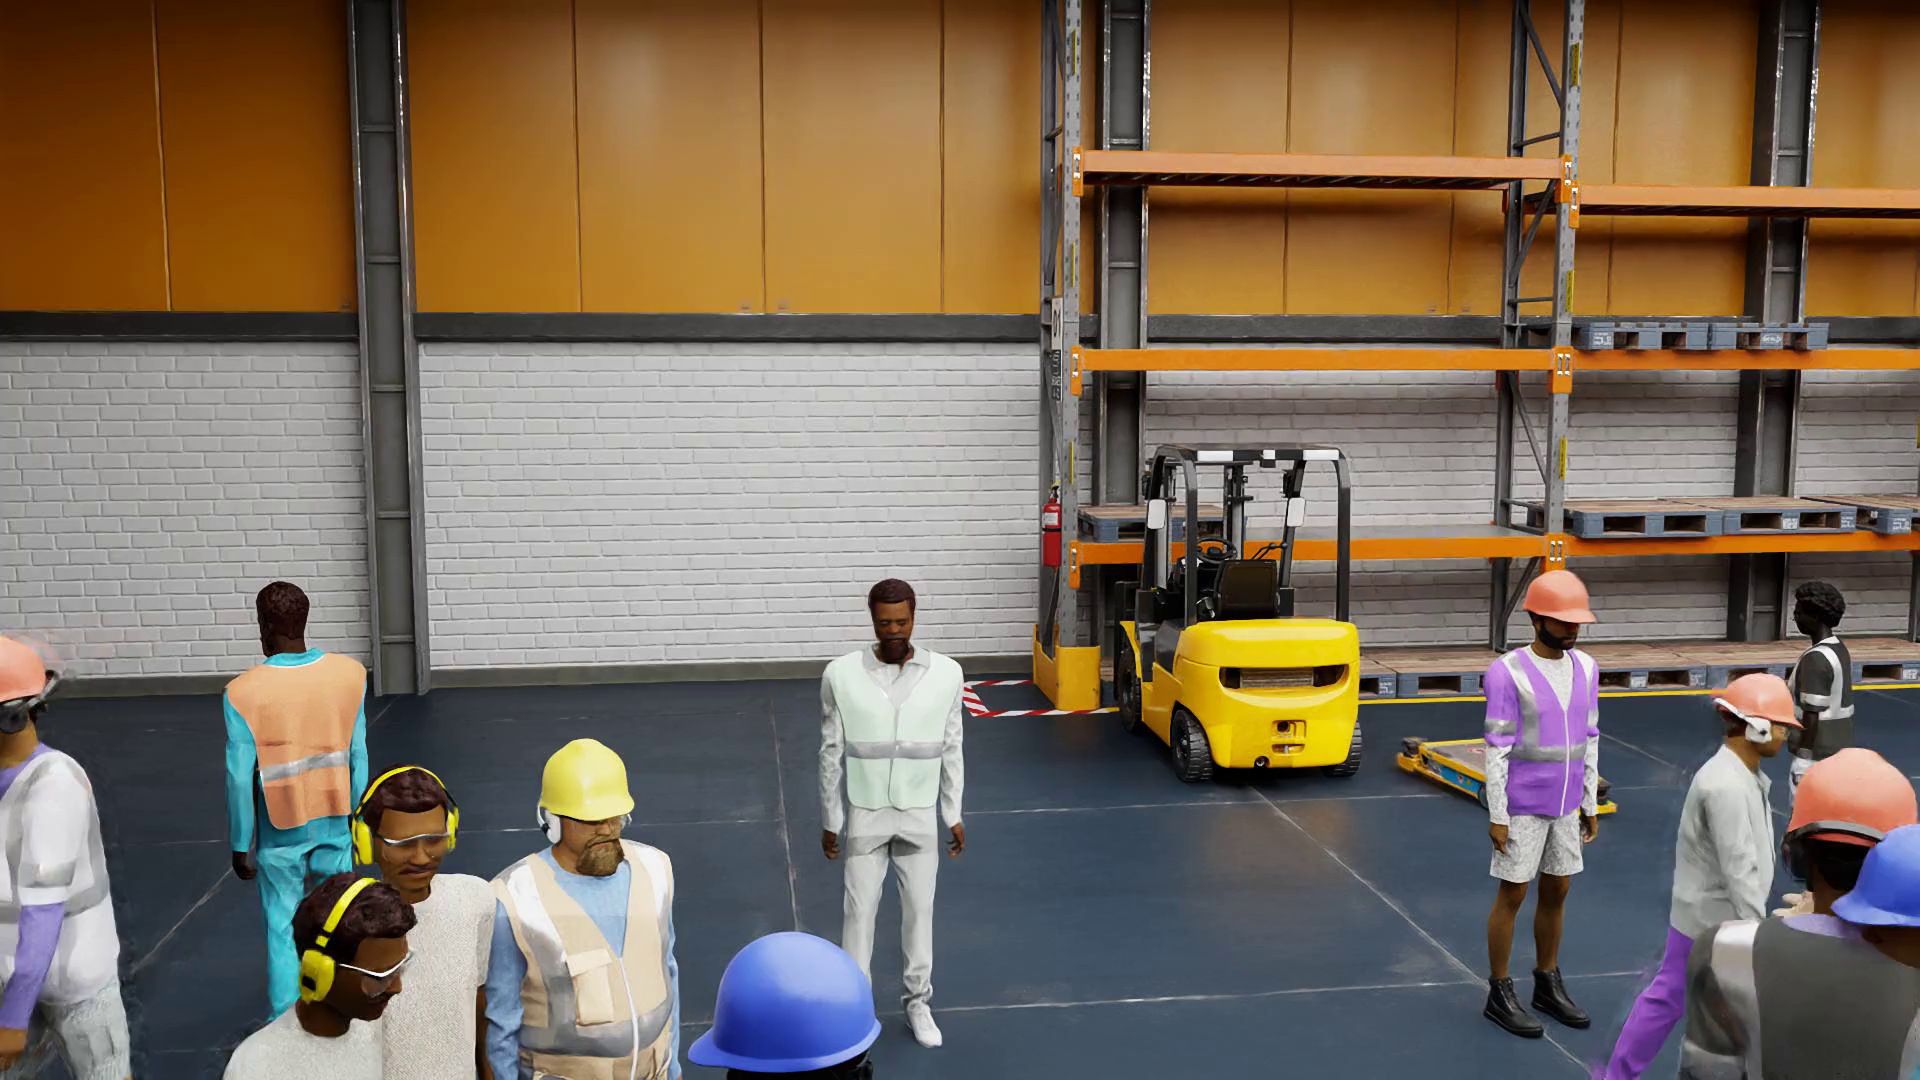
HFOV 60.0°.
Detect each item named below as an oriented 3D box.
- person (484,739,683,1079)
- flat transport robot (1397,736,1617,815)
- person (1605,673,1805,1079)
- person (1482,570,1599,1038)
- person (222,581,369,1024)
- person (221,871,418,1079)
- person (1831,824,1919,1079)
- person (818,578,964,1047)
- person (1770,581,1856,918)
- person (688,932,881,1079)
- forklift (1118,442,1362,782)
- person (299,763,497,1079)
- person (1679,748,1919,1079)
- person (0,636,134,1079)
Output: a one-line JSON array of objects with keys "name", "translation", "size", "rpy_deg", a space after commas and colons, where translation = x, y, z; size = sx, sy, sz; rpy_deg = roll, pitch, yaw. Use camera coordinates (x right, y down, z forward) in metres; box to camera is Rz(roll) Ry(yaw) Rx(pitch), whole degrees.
[{"name": "person", "translation": [-0.957, 1.415, 4.332], "size": [0.404, 1.832, 0.600], "rpy_deg": [6, 9, 44]}, {"name": "flat transport robot", "translation": [3.429, 1.480, 10.537], "size": [0.652, 0.197, 1.431], "rpy_deg": [-2, 7, -15]}, {"name": "person", "translation": [2.720, 1.314, 5.812], "size": [0.936, 1.685, 0.577], "rpy_deg": [5, 8, 39]}, {"name": "person", "translation": [2.418, 1.078, 6.864], "size": [0.543, 1.931, 0.386], "rpy_deg": [-3, 7, -21]}, {"name": "person", "translation": [-2.624, 1.116, 6.627], "size": [0.397, 1.911, 0.587], "rpy_deg": [6, 9, 40]}, {"name": "person", "translation": [-1.252, 1.553, 3.291], "size": [1.011, 1.794, 0.579], "rpy_deg": [0, 7, 3]}, {"name": "person", "translation": [1.900, 1.494, 3.375], "size": [1.010, 1.888, 0.629], "rpy_deg": [2, 7, 16]}, {"name": "person", "translation": [-0.279, 1.098, 6.744], "size": [0.596, 1.916, 0.373], "rpy_deg": [-1, 7, -10]}, {"name": "person", "translation": [4.233, 1.046, 8.206], "size": [0.320, 1.685, 0.539], "rpy_deg": [5, 8, 36]}, {"name": "person", "translation": [-0.207, 1.560, 2.618], "size": [0.415, 1.939, 0.604], "rpy_deg": [2, 7, 19]}, {"name": "forklift", "translation": [1.912, 0.418, 11.496], "size": [1.214, 2.155, 2.313], "rpy_deg": [-1, 7, -8]}, {"name": "person", "translation": [-1.301, 1.444, 3.960], "size": [0.309, 1.861, 0.535], "rpy_deg": [6, 9, 43]}, {"name": "person", "translation": [1.856, 1.434, 3.483], "size": [0.625, 2.009, 0.820], "rpy_deg": [6, 9, 40]}, {"name": "person", "translation": [-2.764, 1.275, 4.829], "size": [0.623, 1.992, 1.005], "rpy_deg": [6, 9, 43]}]
